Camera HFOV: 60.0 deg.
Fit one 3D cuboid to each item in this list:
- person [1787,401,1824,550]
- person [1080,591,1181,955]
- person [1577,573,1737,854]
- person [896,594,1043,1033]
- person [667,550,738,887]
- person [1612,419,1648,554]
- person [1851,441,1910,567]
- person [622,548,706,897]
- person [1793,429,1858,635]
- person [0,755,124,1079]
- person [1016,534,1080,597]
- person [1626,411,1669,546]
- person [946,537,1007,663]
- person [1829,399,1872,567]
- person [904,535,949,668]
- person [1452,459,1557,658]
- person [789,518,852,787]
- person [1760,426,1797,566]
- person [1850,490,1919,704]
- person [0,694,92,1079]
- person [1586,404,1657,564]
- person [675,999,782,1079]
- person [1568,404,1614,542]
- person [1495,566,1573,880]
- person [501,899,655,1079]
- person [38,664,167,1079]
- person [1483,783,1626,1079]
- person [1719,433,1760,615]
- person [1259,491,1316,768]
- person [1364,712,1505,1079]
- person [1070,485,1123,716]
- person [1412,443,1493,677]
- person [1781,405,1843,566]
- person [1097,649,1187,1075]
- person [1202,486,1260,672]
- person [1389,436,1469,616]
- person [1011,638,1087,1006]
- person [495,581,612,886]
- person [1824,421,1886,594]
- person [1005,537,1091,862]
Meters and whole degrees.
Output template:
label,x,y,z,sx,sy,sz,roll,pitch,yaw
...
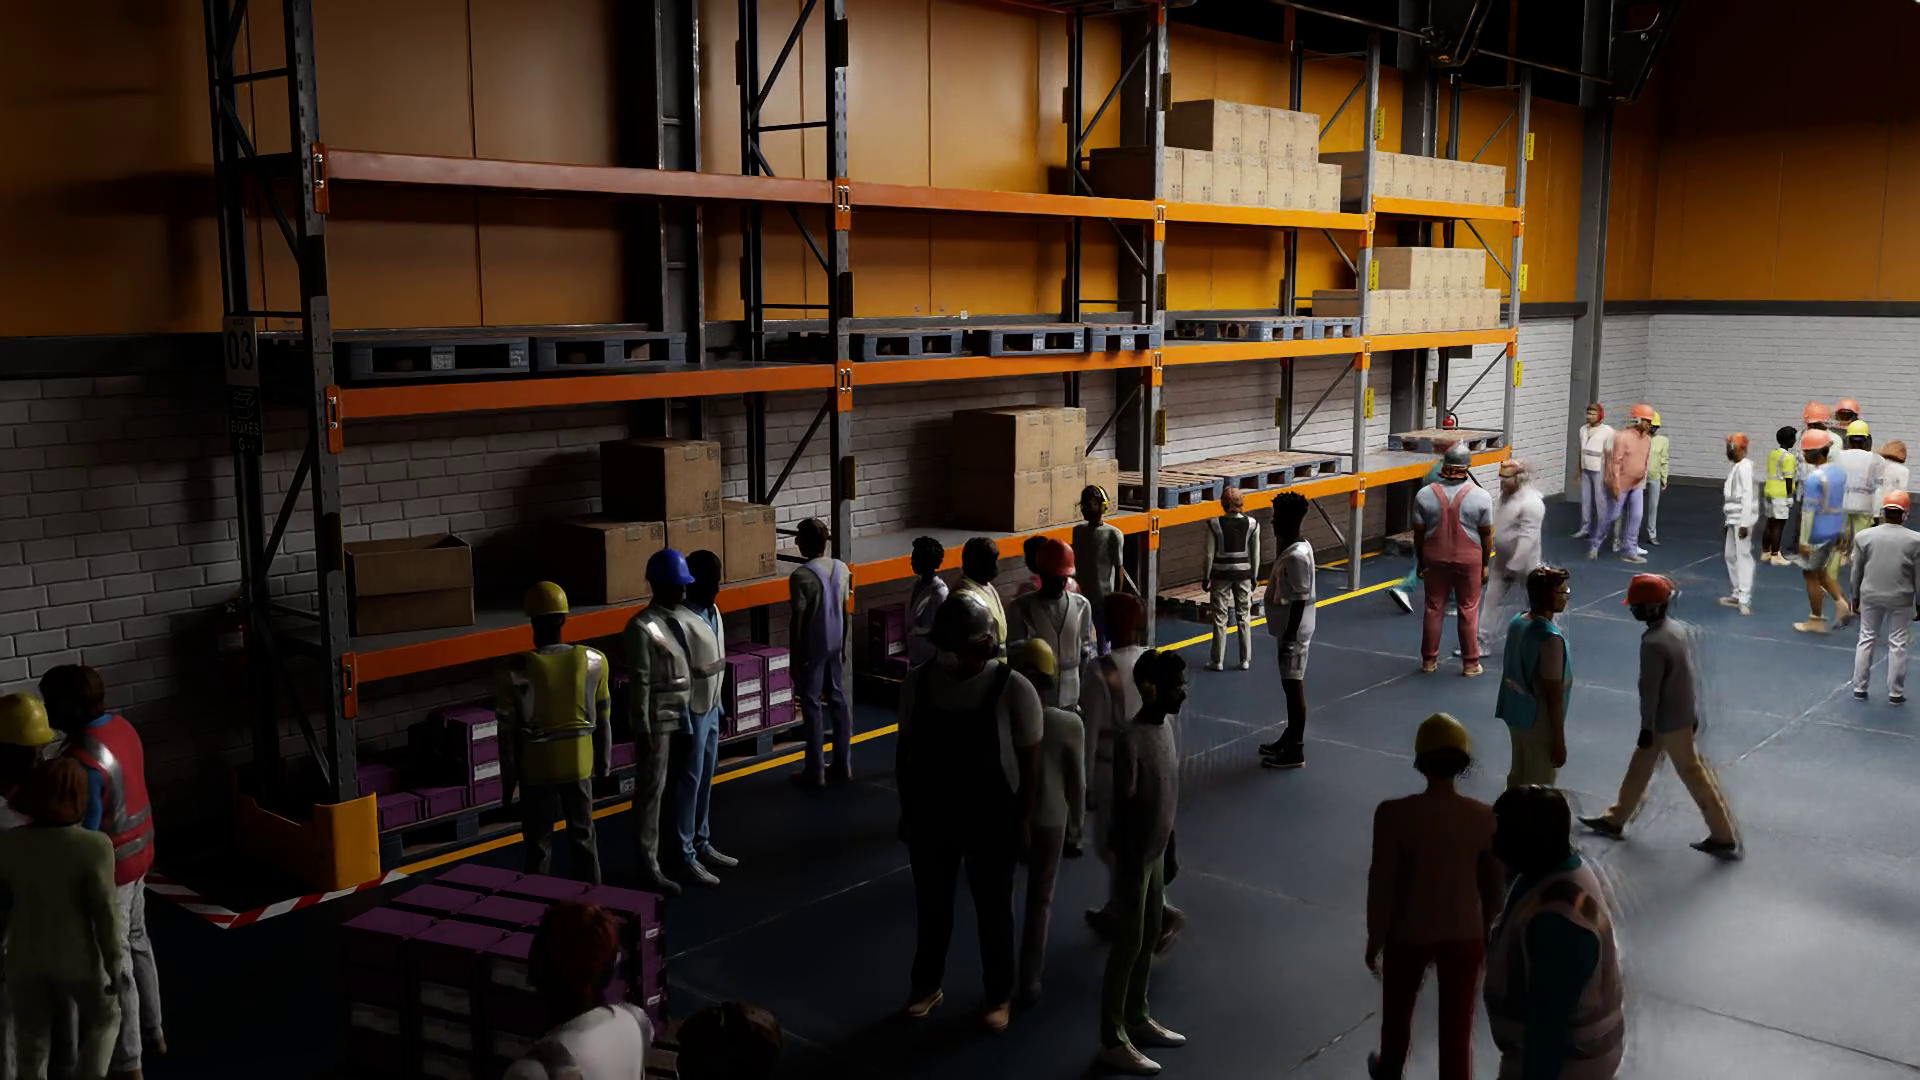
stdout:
label,x,y,z,sx,sy,sz,roll,pitch,yaw
person,10.756,-0.787,21.023,0.385,1.929,0.543,-3,9,-17
person,0.880,1.192,8.495,0.581,1.865,0.719,-7,11,-37
person,4.280,1.043,10.040,0.927,1.683,0.559,5,10,29
person,0.005,1.239,7.584,0.684,2.000,0.535,3,9,19
person,-1.514,1.000,9.541,0.391,1.913,0.587,2,9,12
person,8.511,-0.699,21.057,0.322,1.738,0.488,-3,9,-21
person,10.668,-0.348,19.208,0.628,1.608,0.512,-4,9,-22
person,-1.654,1.007,9.379,0.406,1.947,0.606,3,9,20
person,8.304,-0.063,16.048,0.649,2.018,0.538,-6,11,-35
person,-3.494,1.628,6.415,0.558,1.613,0.369,-1,9,-7
person,0.623,0.800,11.570,0.592,1.688,0.340,-6,11,-34
person,8.938,-0.795,21.621,0.528,1.761,0.339,1,9,4
person,0.117,0.889,10.491,0.429,1.840,0.633,2,9,11
person,10.605,-0.685,20.041,0.613,2.031,0.402,5,10,29
person,-0.219,0.812,11.446,0.319,1.697,0.532,-4,10,-22
person,5.047,0.183,15.073,1.047,1.846,0.641,-3,9,-17
person,-0.966,0.761,11.347,0.337,1.838,0.512,9,12,44
person,9.942,-0.535,20.164,0.320,1.692,0.535,1,9,4
person,7.571,0.459,13.564,0.565,1.744,0.350,8,12,40
person,-3.704,1.502,6.629,0.449,1.818,0.595,7,11,37
person,8.118,-0.698,20.380,0.634,1.959,0.751,-4,10,-25
person,-0.470,1.926,3.828,0.351,1.837,0.503,-2,9,-14
person,8.373,-0.886,21.988,0.482,1.830,0.563,-3,9,-20
person,3.241,1.057,9.384,0.389,1.846,0.566,-1,9,-6
person,-0.981,1.849,4.274,0.567,1.860,0.629,3,9,17
person,-3.674,1.424,7.084,0.431,1.836,0.626,-1,9,-9
person,1.927,1.683,5.433,0.436,1.822,0.647,2,9,12
person,8.147,-0.171,17.322,0.338,1.858,0.777,2,9,13
person,2.327,0.628,11.765,0.368,1.966,0.603,1,9,9
person,1.876,1.532,6.653,0.554,1.724,0.866,1,9,4
person,1.027,0.499,12.909,0.514,1.872,0.328,7,11,40
person,4.303,0.166,14.506,0.678,2.000,0.537,4,10,26
person,10.298,-0.649,20.048,0.862,1.939,0.613,-2,9,-10
person,0.819,1.382,7.268,0.330,1.861,0.506,5,10,28
person,2.380,0.347,14.631,0.523,1.639,0.306,-1,9,-9
person,4.890,-0.134,17.031,0.817,1.866,0.685,-2,9,-14
person,0.335,1.329,7.934,0.532,1.750,0.465,1,9,8
person,-2.070,1.162,8.484,0.588,1.918,0.394,-5,10,-31
person,9.756,-0.346,18.206,0.587,1.920,0.397,5,10,27
person,0.539,0.939,9.863,0.542,1.936,0.364,-3,9,-20
